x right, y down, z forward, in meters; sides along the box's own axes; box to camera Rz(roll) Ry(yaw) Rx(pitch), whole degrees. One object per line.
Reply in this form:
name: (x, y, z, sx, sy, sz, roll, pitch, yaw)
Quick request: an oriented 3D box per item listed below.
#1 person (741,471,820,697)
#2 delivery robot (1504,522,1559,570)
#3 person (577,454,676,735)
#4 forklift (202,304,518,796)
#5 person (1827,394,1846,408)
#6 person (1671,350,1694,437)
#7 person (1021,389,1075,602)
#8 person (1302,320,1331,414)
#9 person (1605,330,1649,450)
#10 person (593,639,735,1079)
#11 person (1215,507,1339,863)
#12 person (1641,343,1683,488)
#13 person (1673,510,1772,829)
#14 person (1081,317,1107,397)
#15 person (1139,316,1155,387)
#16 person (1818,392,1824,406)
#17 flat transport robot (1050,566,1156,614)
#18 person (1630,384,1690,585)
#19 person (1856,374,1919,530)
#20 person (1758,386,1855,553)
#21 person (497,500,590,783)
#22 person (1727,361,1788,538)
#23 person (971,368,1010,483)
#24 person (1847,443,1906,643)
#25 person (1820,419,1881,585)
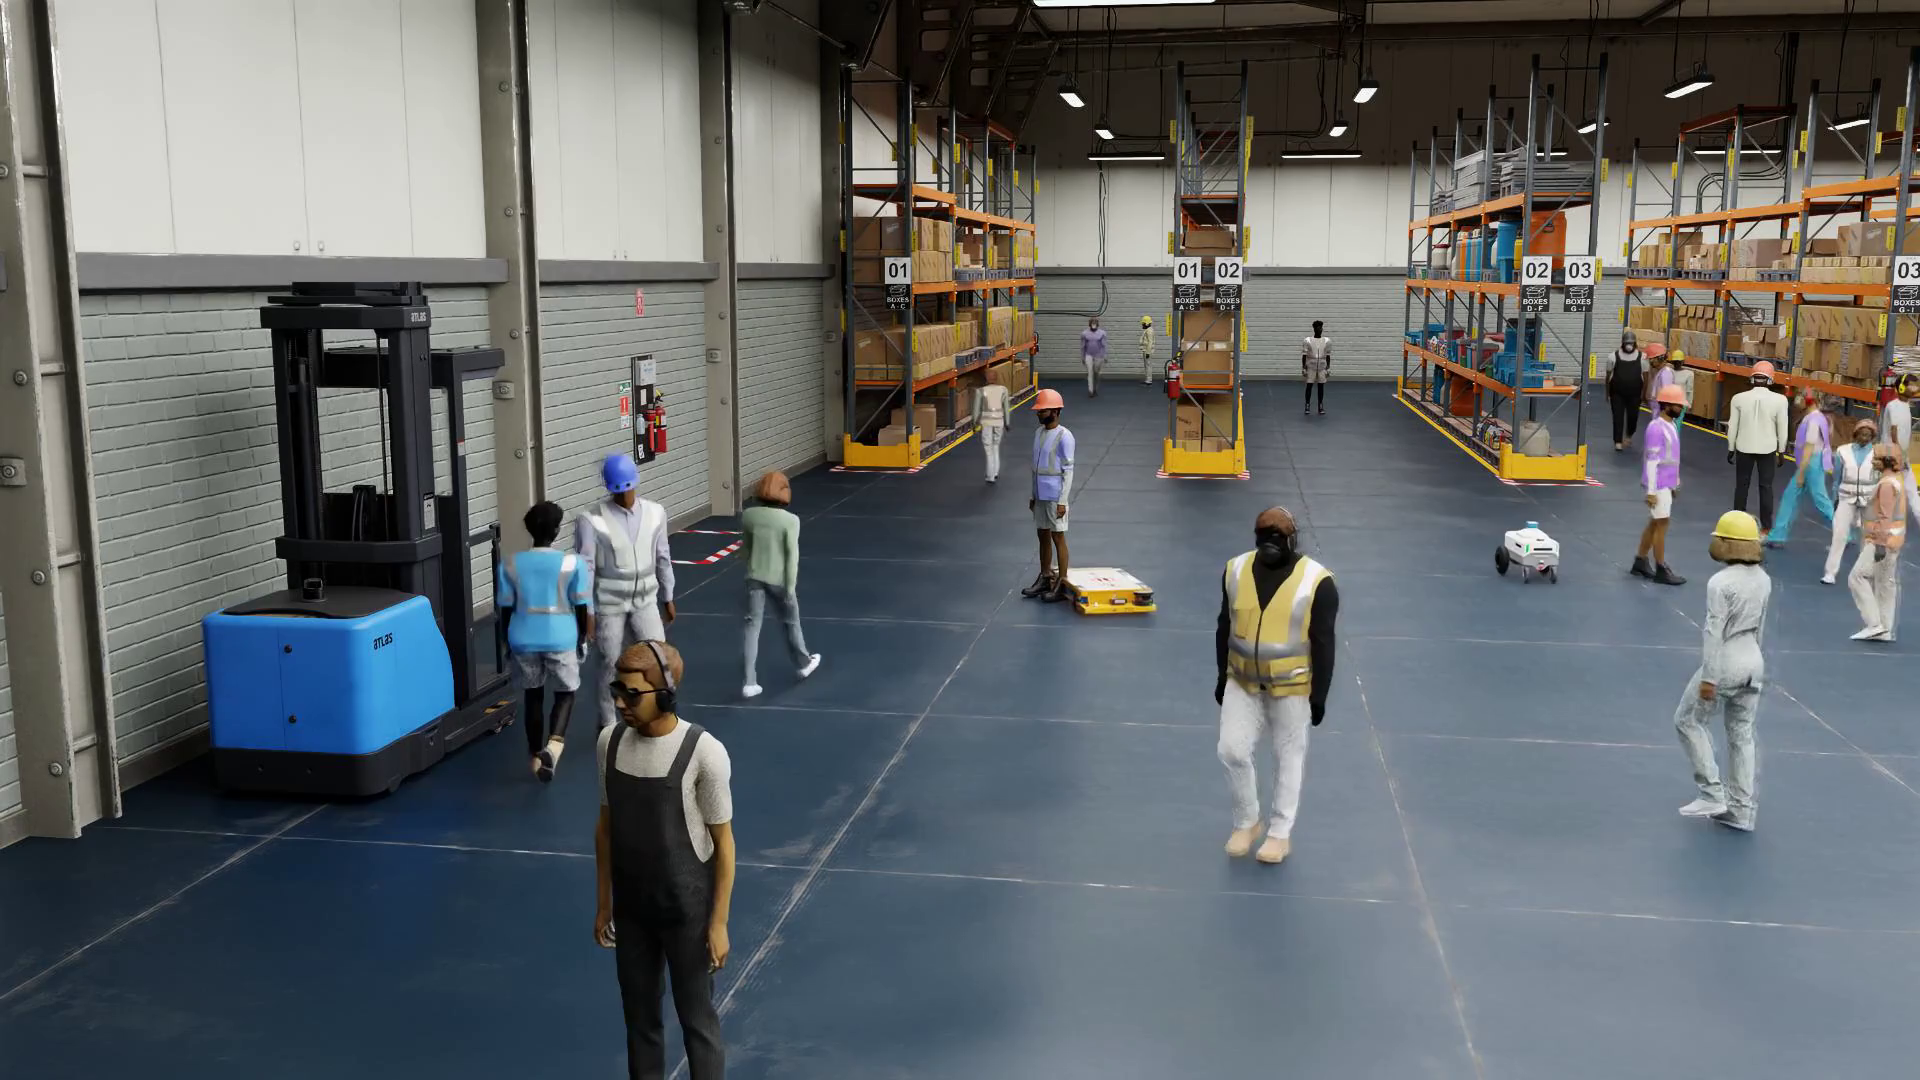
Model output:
person: (-1.334, 0.291, 11.993, 0.505, 1.576, 0.890, 4, 10, 22)
delivery robot: (5.630, 0.063, 16.387, 0.477, 0.478, 0.707, 0, 9, 1)
person: (-2.033, 0.408, 10.292, 0.691, 1.893, 0.861, -7, 11, -36)
forklift: (-3.673, -0.038, 10.147, 1.129, 2.768, 1.873, 1, 9, 9)
person: (19.572, -3.957, 36.863, 0.623, 2.016, 0.757, 3, 10, 16)
person: (11.658, -2.239, 27.104, 0.534, 1.737, 0.790, 6, 11, 31)
person: (0.812, -0.413, 15.228, 0.354, 1.939, 0.544, -6, 11, -33)
person: (7.511, -3.644, 35.066, 0.613, 1.965, 0.361, 0, 9, 1)
person: (11.287, -2.543, 28.182, 0.692, 2.000, 0.758, 3, 10, 18)
person: (-0.978, 1.218, 5.462, 0.514, 1.842, 0.324, 4, 10, 24)
person: (1.566, 0.743, 8.427, 0.652, 1.829, 0.521, 6, 11, 31)
person: (9.698, -1.696, 22.905, 0.591, 2.014, 0.749, 3, 10, 16)
person: (4.147, 0.697, 9.024, 0.507, 1.726, 0.464, -5, 10, -28)
person: (3.219, -4.415, 40.043, 0.636, 1.903, 0.988, 1, 9, 5)
person: (4.857, -4.904, 43.254, 0.404, 1.830, 0.599, 0, 9, 2)
person: (18.451, -3.567, 35.758, 0.524, 1.588, 0.874, 3, 10, 20)
flat transport robot: (1.276, 0.442, 15.212, 0.652, 0.197, 1.431, -2, 9, -10)
person: (6.833, -0.553, 16.152, 0.487, 1.937, 0.557, 7, 12, 37)
person: (10.845, -0.984, 19.112, 0.519, 1.823, 0.968, -7, 11, -35)
person: (9.153, -0.759, 17.863, 0.999, 1.791, 0.577, 3, 10, 20)
person: (-2.438, 0.615, 9.716, 0.545, 1.679, 0.601, 0, 9, -2)
person: (9.032, -1.030, 18.857, 0.614, 1.993, 0.395, 6, 11, 31)
person: (0.414, -1.639, 23.730, 0.545, 1.617, 0.524, -3, 10, -21)
person: (7.397, 0.027, 13.451, 0.432, 1.624, 0.540, 6, 11, 34)
person: (8.521, -0.338, 15.790, 0.511, 1.604, 0.781, 8, 12, 39)
